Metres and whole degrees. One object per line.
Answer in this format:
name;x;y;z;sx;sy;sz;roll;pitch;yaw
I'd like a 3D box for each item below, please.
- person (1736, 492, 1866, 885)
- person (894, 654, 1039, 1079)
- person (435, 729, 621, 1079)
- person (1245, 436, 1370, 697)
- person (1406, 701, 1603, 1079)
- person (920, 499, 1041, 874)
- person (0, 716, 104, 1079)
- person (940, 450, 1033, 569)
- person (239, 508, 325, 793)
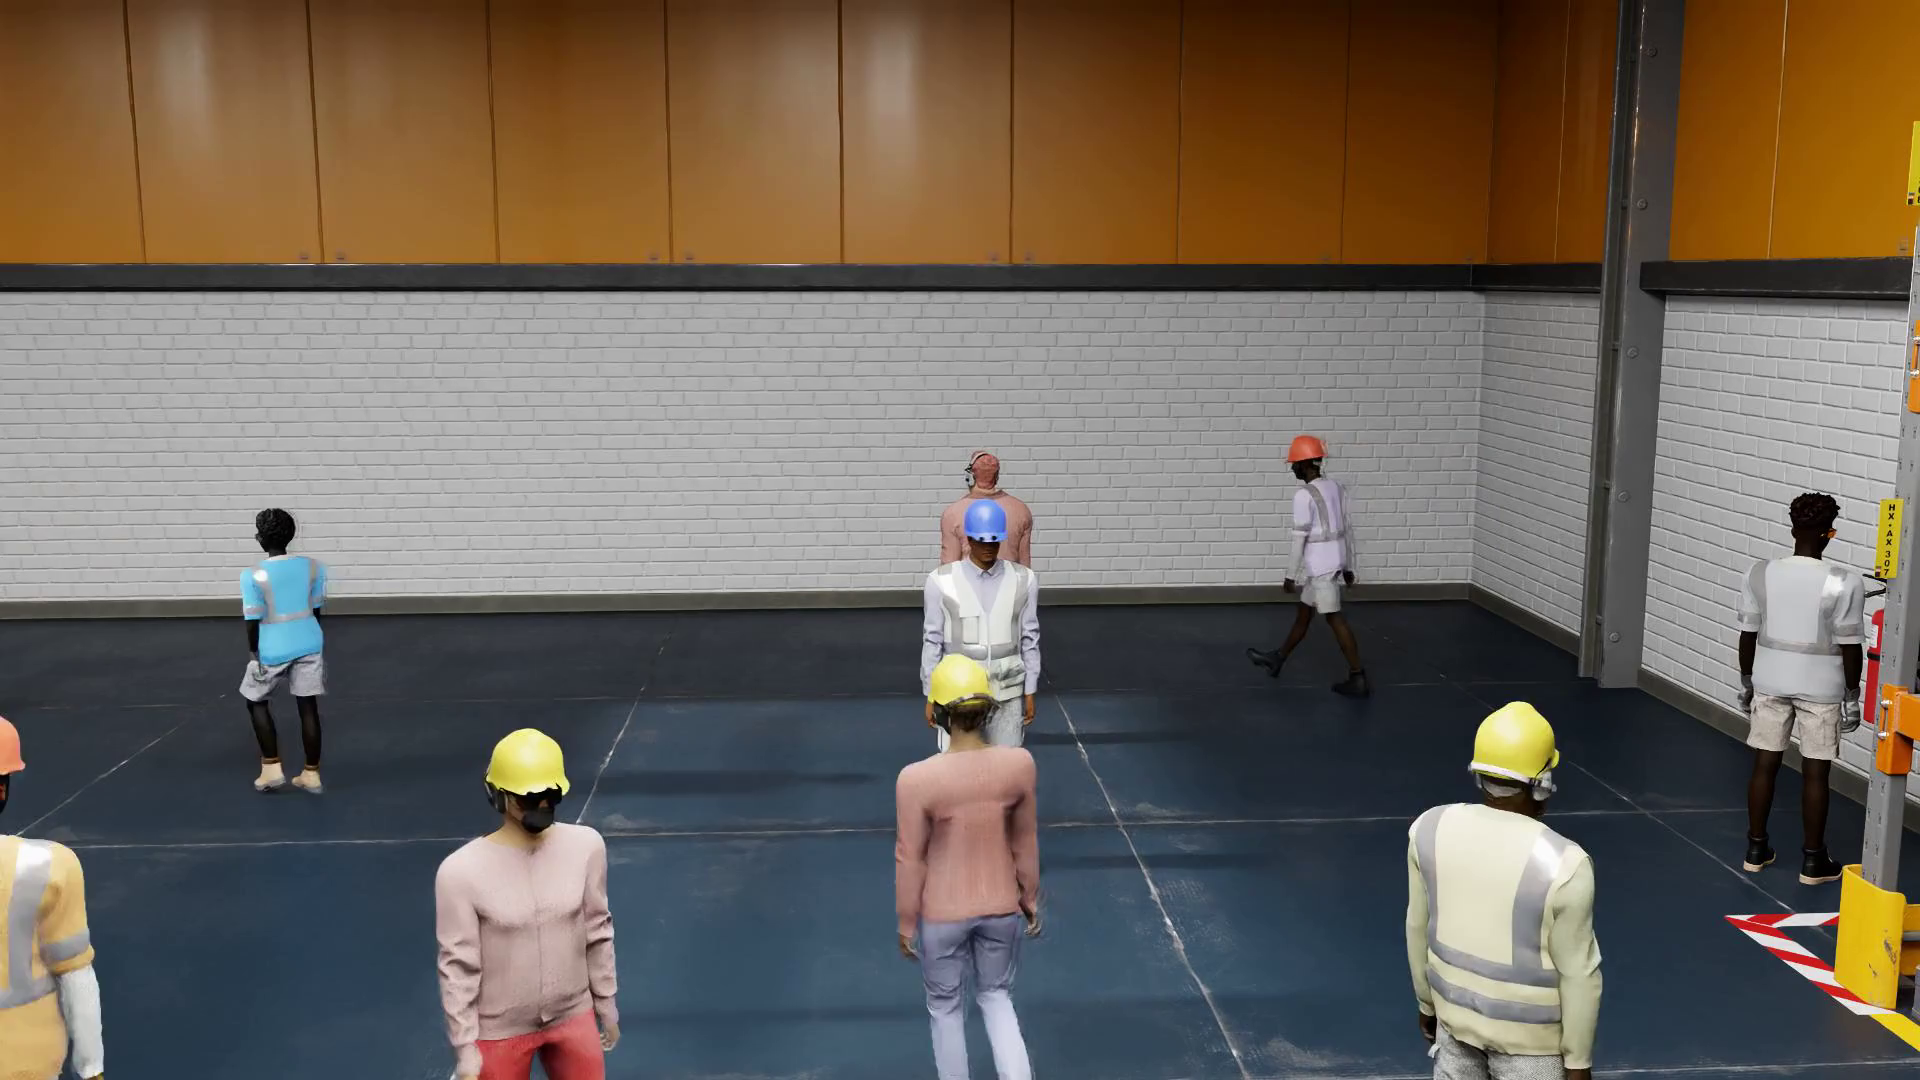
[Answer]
person;4.208;0.733;8.341;0.366;1.967;0.603;-8;12;-42
person;0.043;1.263;5.675;0.541;1.749;0.498;-4;10;-22
person;-1.226;1.402;4.793;0.542;1.766;0.337;-6;11;-35
person;2.572;0.176;12.136;1.035;1.863;0.551;7;11;36
person;1.568;1.365;4.785;0.404;1.837;0.595;-7;12;-39
person;0.107;0.749;8.339;0.611;1.939;0.406;-2;9;-12
person;-2.600;1.400;4.425;0.547;1.894;0.961;-2;9;-12
person;0.146;0.374;10.773;0.643;1.913;0.408;-4;10;-25
person;-3.958;0.648;9.741;0.490;1.682;0.533;7;12;39
